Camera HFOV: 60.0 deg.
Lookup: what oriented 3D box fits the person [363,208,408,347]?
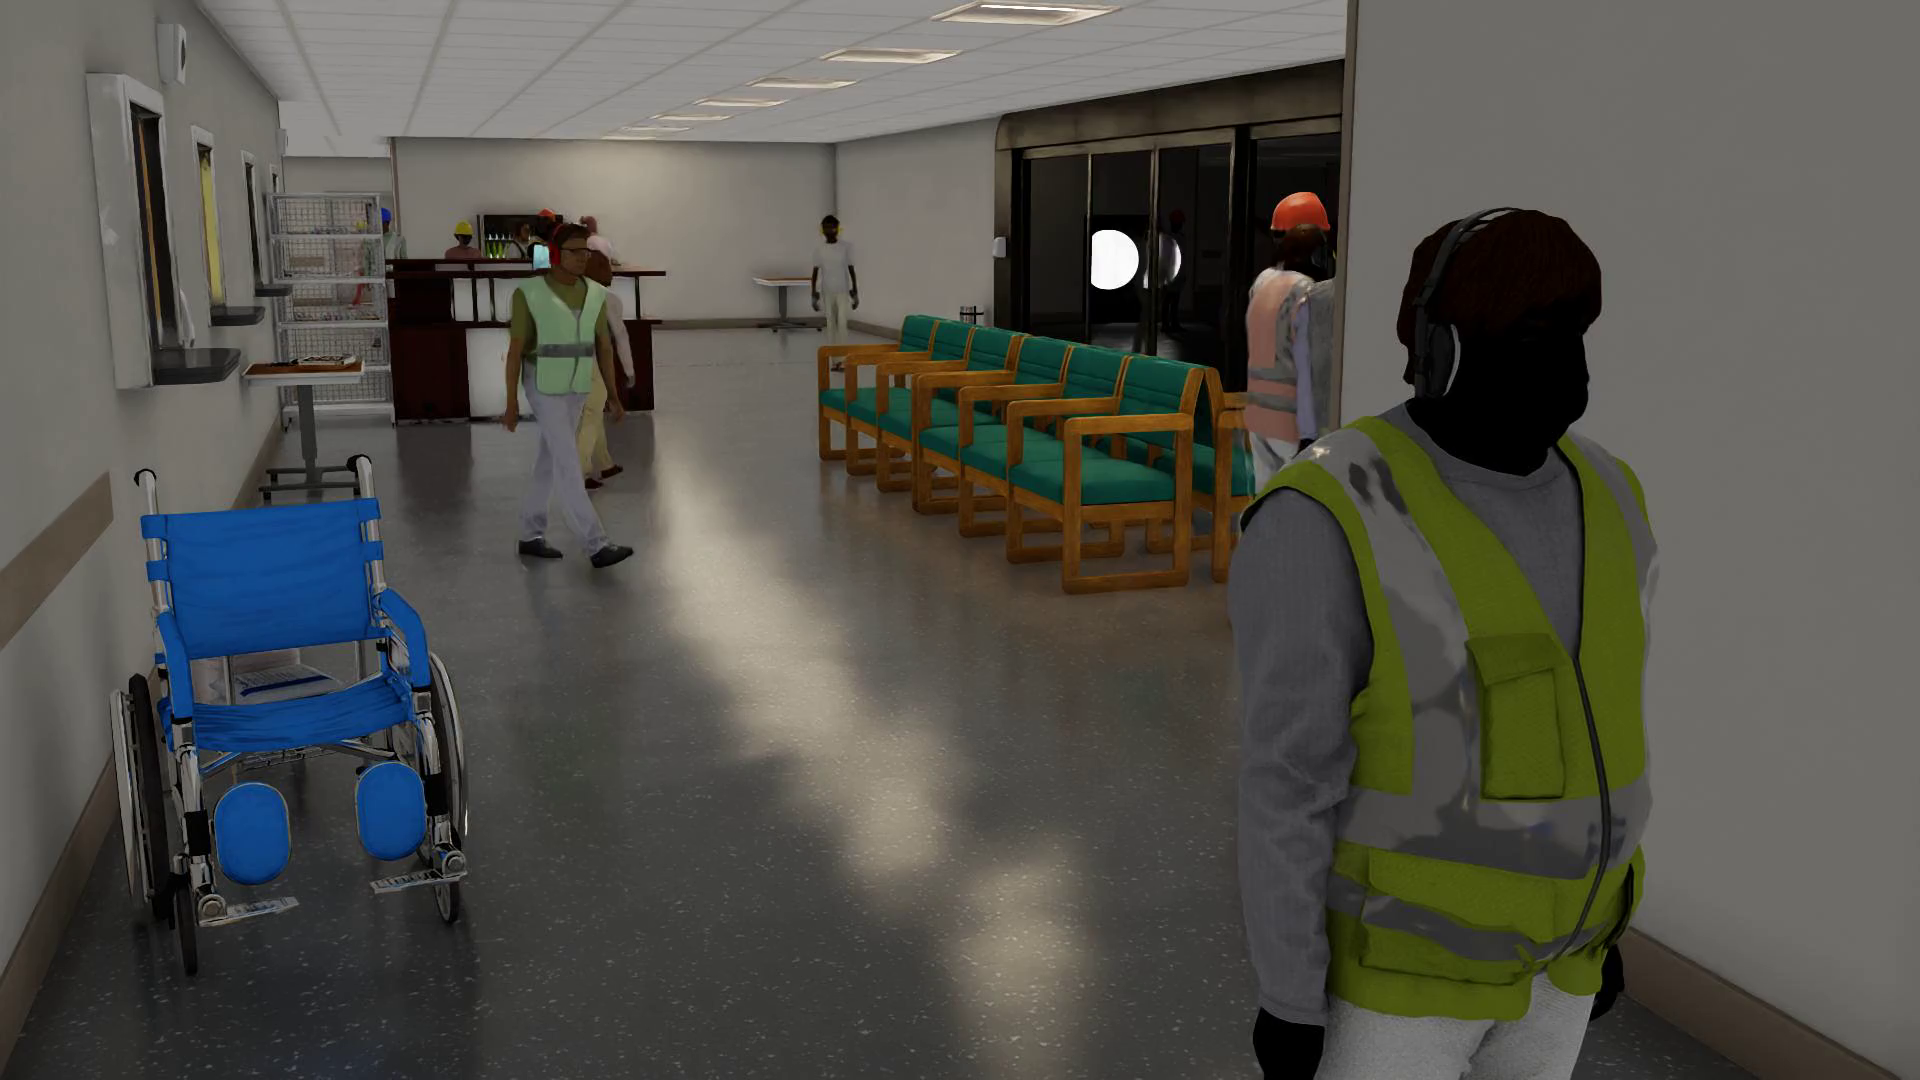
[{"bbox_3d":[-8.095,-3.698,23.472,0.604,1.942,0.402,-4,12,-18],"label":"person"}]

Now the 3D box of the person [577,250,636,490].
[{"bbox_3d":[-2.439,-1.159,11.322,0.521,1.598,0.773,6,12,27],"label":"person"}]

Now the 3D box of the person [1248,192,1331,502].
[{"bbox_3d":[1.538,-0.626,7.721,0.360,1.939,0.543,-3,12,-16],"label":"person"}]

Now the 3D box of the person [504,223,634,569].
[{"bbox_3d":[-2.039,-0.747,8.709,0.972,1.786,0.562,7,13,32],"label":"person"}]

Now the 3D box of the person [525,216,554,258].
[{"bbox_3d":[-5.139,-3.079,20.588,0.429,1.841,0.626,0,11,-1],"label":"person"}]

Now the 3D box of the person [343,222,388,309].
[{"bbox_3d":[-11.742,-5.418,32.889,0.913,1.718,0.525,-3,11,-16],"label":"person"}]

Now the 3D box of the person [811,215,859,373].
[{"bbox_3d":[-1.477,-2.868,19.468,0.561,1.834,0.775,0,11,2],"label":"person"}]

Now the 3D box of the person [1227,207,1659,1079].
[{"bbox_3d":[0.629,0.515,2.117,0.634,1.841,0.429,-6,13,-30],"label":"person"}]

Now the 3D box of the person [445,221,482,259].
[{"bbox_3d":[-6.175,-3.090,20.813,0.331,1.768,0.526,9,14,38],"label":"person"}]
